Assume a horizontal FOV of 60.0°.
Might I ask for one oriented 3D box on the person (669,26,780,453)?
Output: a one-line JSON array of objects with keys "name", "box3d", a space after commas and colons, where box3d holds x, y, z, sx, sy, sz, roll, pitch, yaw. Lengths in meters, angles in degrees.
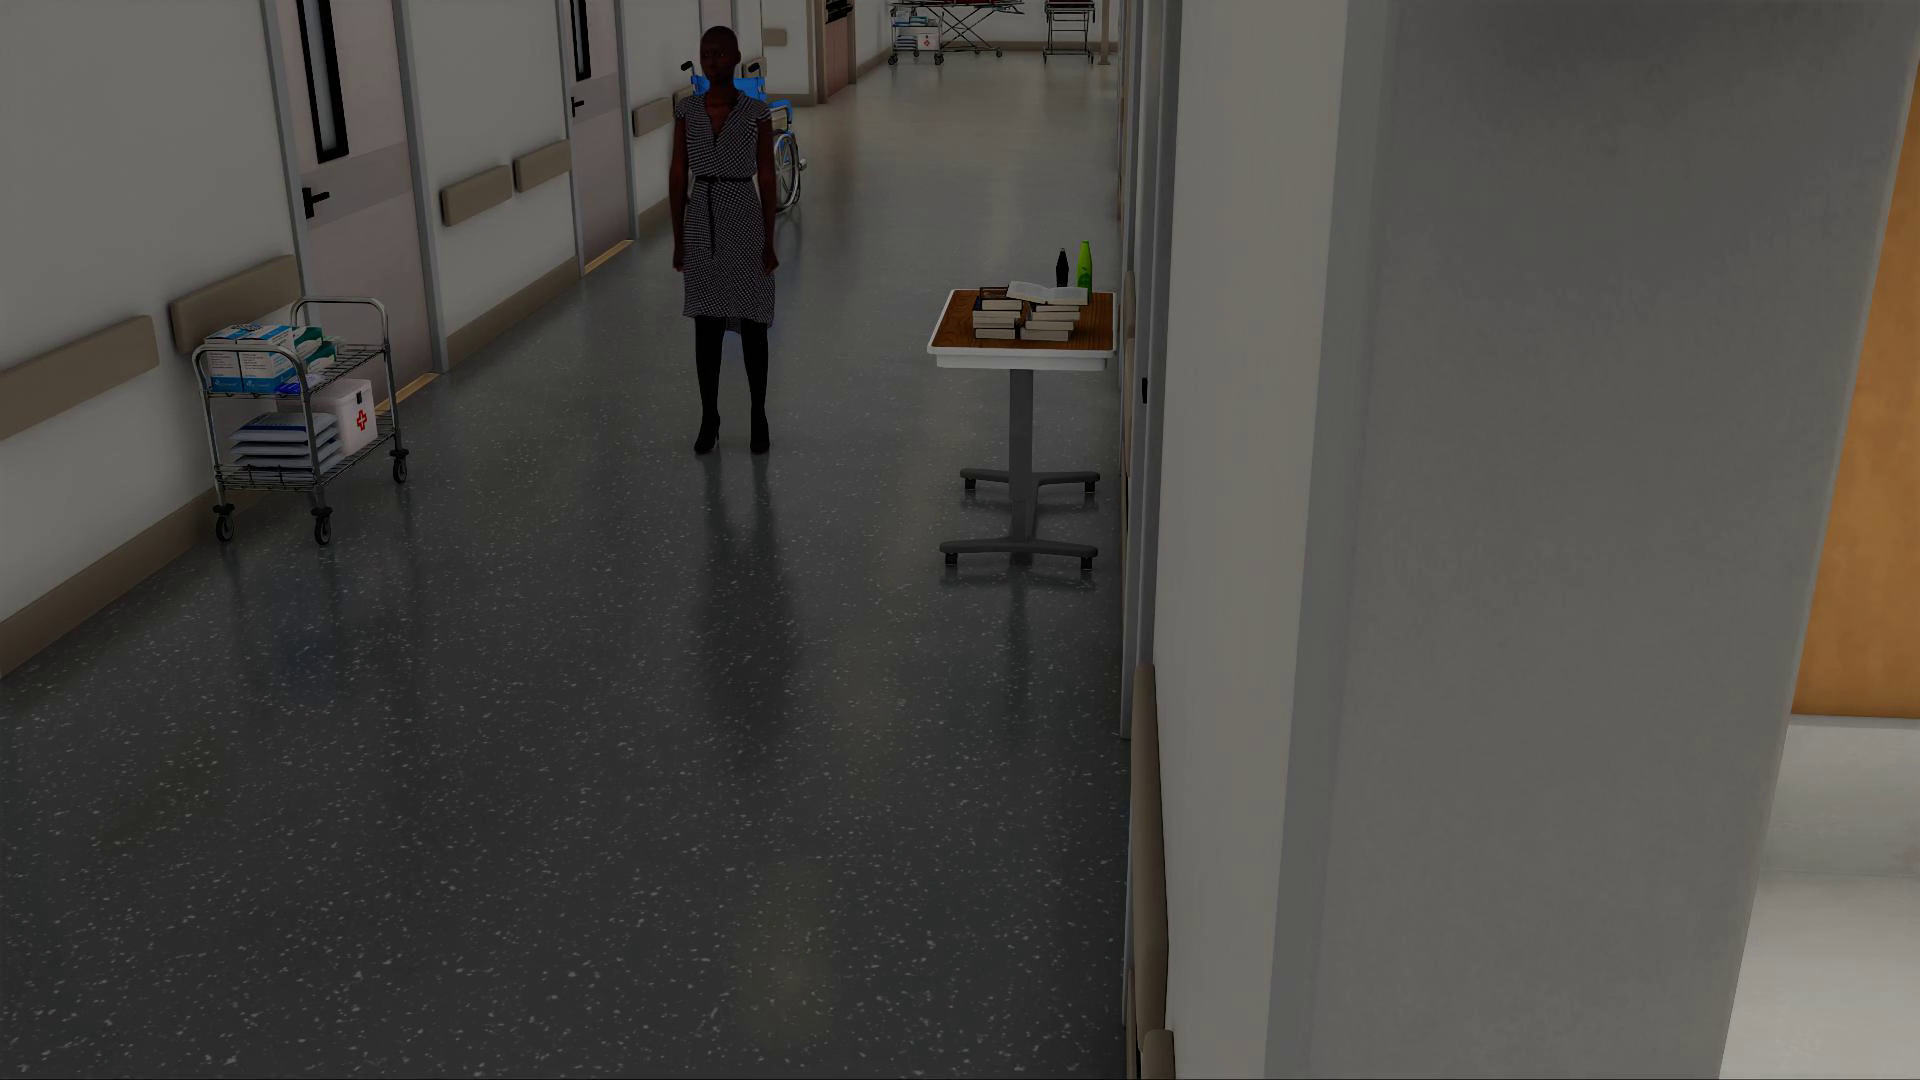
[{"name": "person", "box3d": [-0.989, -1.254, 7.071, 0.604, 1.789, 0.513, 1, 21, 3]}]
